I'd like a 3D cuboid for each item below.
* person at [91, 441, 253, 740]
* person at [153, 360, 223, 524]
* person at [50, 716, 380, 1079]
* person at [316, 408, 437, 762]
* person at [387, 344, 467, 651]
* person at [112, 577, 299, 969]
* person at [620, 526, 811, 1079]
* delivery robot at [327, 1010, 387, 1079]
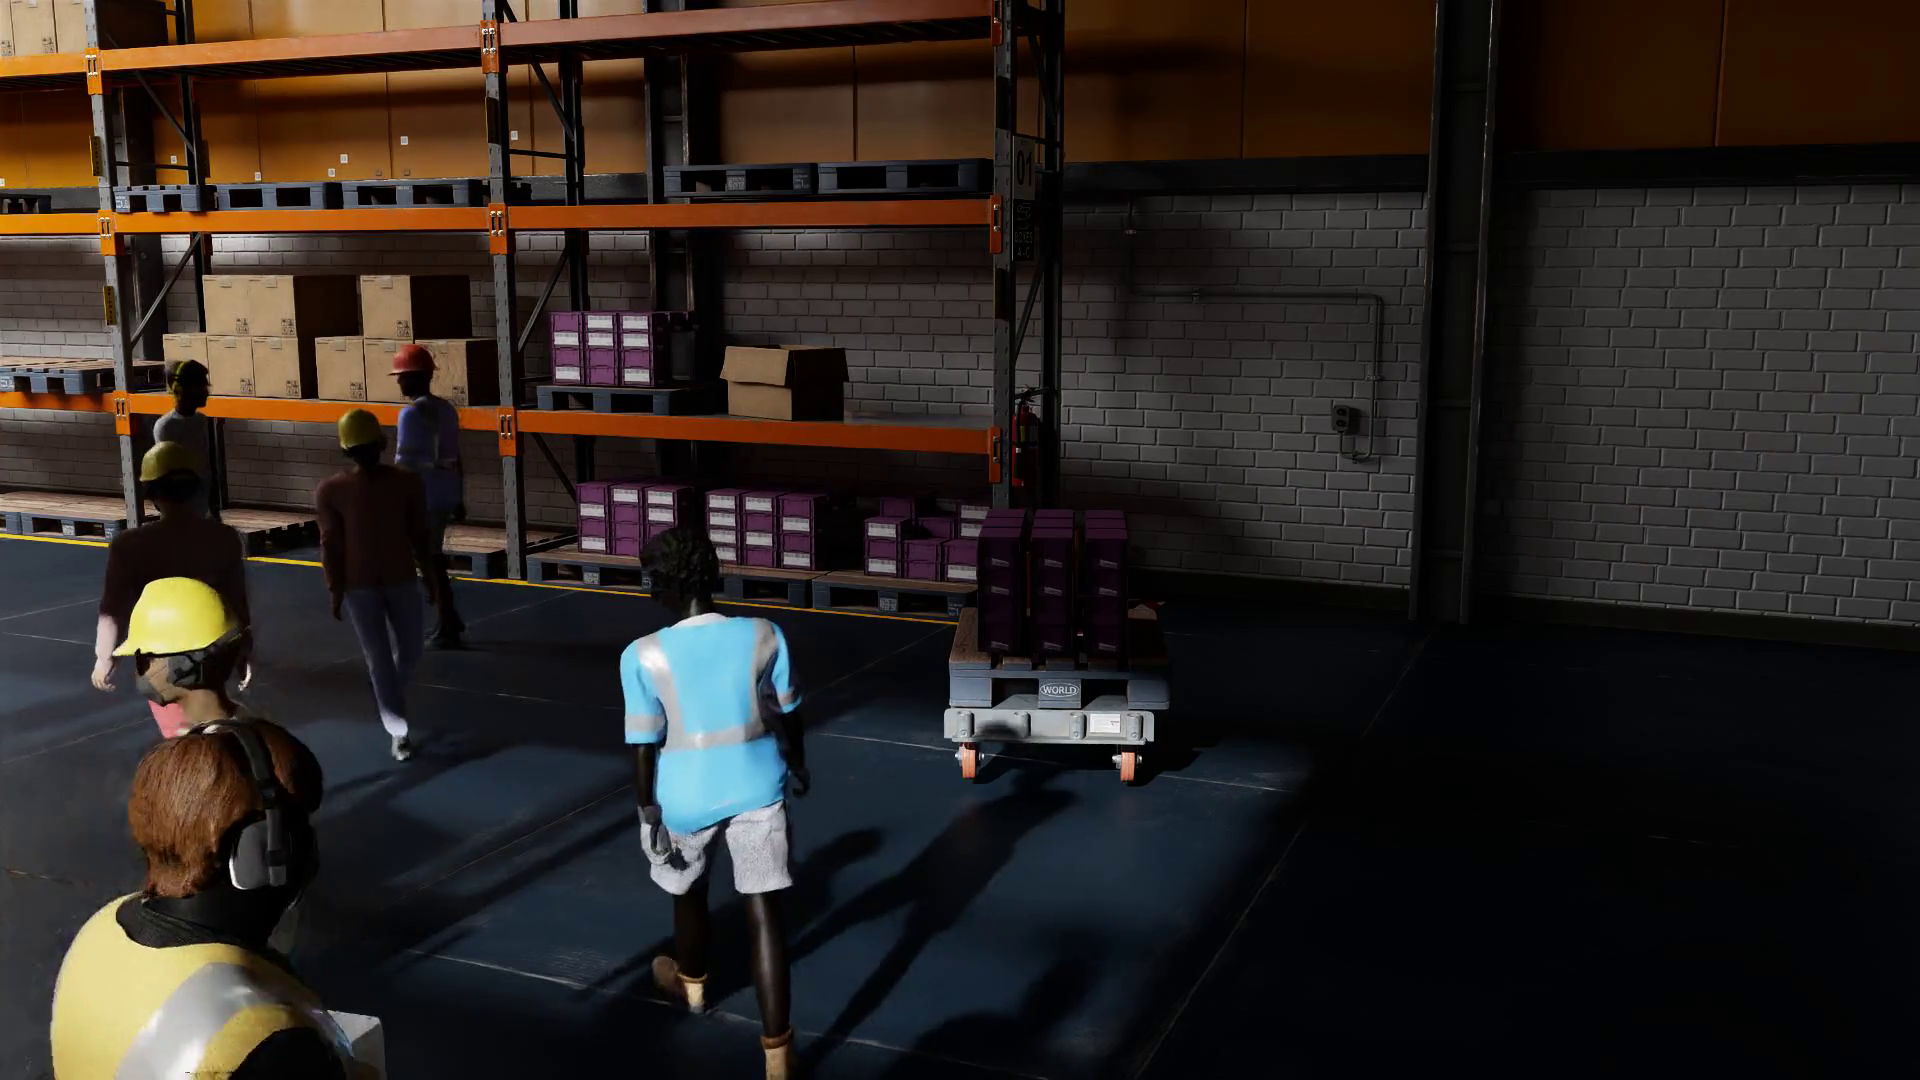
[{"bbox_3d":[-3.114,0.469,6.644,0.926,1.716,0.539,7,12,36],"label":"person"},{"bbox_3d":[-4.551,-0.132,9.858,0.360,1.850,0.518,0,9,2],"label":"person"},{"bbox_3d":[-0.975,1.147,2.274,0.446,1.823,0.668,-7,12,-36],"label":"person"},{"bbox_3d":[-2.859,0.201,8.155,0.539,1.731,0.519,-6,11,-31],"label":"person"},{"bbox_3d":[-3.324,-0.251,10.346,0.485,1.915,0.559,1,10,5],"label":"person"},{"bbox_3d":[-1.670,0.930,3.843,0.813,1.734,0.536,-3,10,-17],"label":"person"},{"bbox_3d":[-0.717,0.772,5.019,0.595,1.634,0.873,-3,10,-18],"label":"person"},{"bbox_3d":[-1.759,1.416,4.153,0.477,0.478,0.707,3,10,16],"label":"delivery robot"}]
